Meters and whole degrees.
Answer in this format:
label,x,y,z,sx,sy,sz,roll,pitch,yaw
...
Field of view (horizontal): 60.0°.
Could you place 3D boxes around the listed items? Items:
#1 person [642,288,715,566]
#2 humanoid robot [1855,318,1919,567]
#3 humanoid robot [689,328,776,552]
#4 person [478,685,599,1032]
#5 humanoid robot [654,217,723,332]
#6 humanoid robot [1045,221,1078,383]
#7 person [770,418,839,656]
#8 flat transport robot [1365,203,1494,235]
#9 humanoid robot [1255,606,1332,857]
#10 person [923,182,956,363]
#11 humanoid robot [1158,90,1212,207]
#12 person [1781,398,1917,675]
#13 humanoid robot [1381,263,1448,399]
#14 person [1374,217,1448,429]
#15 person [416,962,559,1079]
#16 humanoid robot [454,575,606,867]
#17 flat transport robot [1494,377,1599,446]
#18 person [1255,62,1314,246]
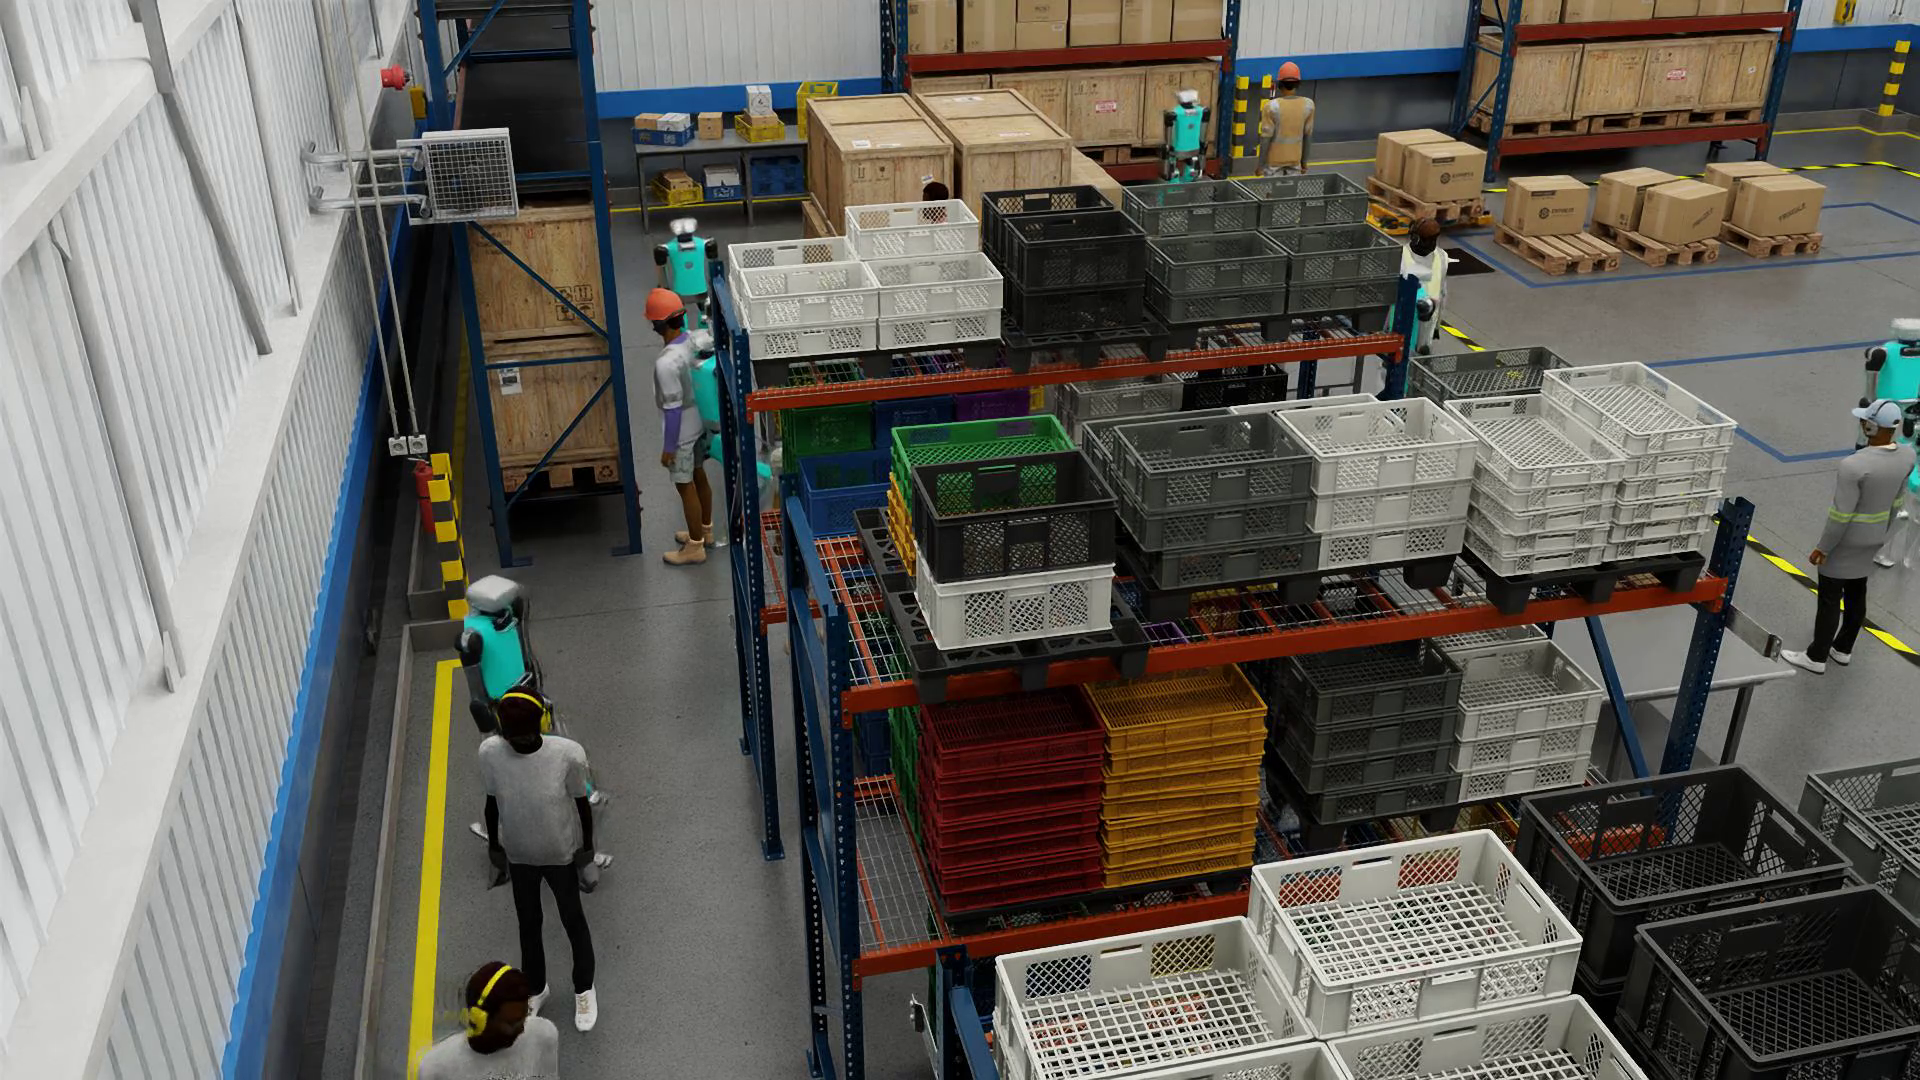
label,x,y,z,sx,sy,sz,roll,pitch,yaw
person,-1.971,-0.782,11.637,0.390,2.037,0.604,5,28,10
humanoid robot,6.609,-0.593,11.629,0.534,1.792,0.810,-4,28,-8
humanoid robot,-1.561,-0.717,11.791,0.546,1.759,0.731,24,36,38
person,-1.906,1.455,7.576,0.516,1.865,0.327,1,28,1
humanoid robot,-2.311,-1.900,14.187,0.541,1.889,0.803,-8,29,-14
humanoid robot,0.834,-1.914,14.180,0.613,1.636,0.613,-11,30,-20
person,-0.950,-0.070,10.504,0.499,1.839,0.344,-16,32,-28
flat transport robot,5.354,-3.765,19.159,1.431,0.197,0.652,-10,29,-18
humanoid robot,1.668,1.022,8.616,0.726,1.632,0.612,-2,28,-4
person,-0.174,-2.144,14.345,0.393,1.919,0.590,-3,28,-6
humanoid robot,2.354,-4.024,18.212,0.543,1.882,0.740,-9,29,-16
person,5.563,-0.030,10.404,0.598,1.850,0.387,-12,30,-21
humanoid robot,3.688,-1.297,13.008,0.838,1.850,0.543,-10,29,-18
person,3.719,-1.770,13.729,0.622,1.837,0.429,-9,29,-17
person,-1.692,2.284,6.042,0.593,1.835,0.348,-15,31,-26
humanoid robot,-2.139,1.013,8.567,1.042,1.736,0.558,7,29,13
flat transport robot,4.780,-1.036,14.013,0.659,0.231,1.431,-6,28,-12
person,3.475,-4.117,17.958,0.614,2.039,0.379,-8,29,-15
